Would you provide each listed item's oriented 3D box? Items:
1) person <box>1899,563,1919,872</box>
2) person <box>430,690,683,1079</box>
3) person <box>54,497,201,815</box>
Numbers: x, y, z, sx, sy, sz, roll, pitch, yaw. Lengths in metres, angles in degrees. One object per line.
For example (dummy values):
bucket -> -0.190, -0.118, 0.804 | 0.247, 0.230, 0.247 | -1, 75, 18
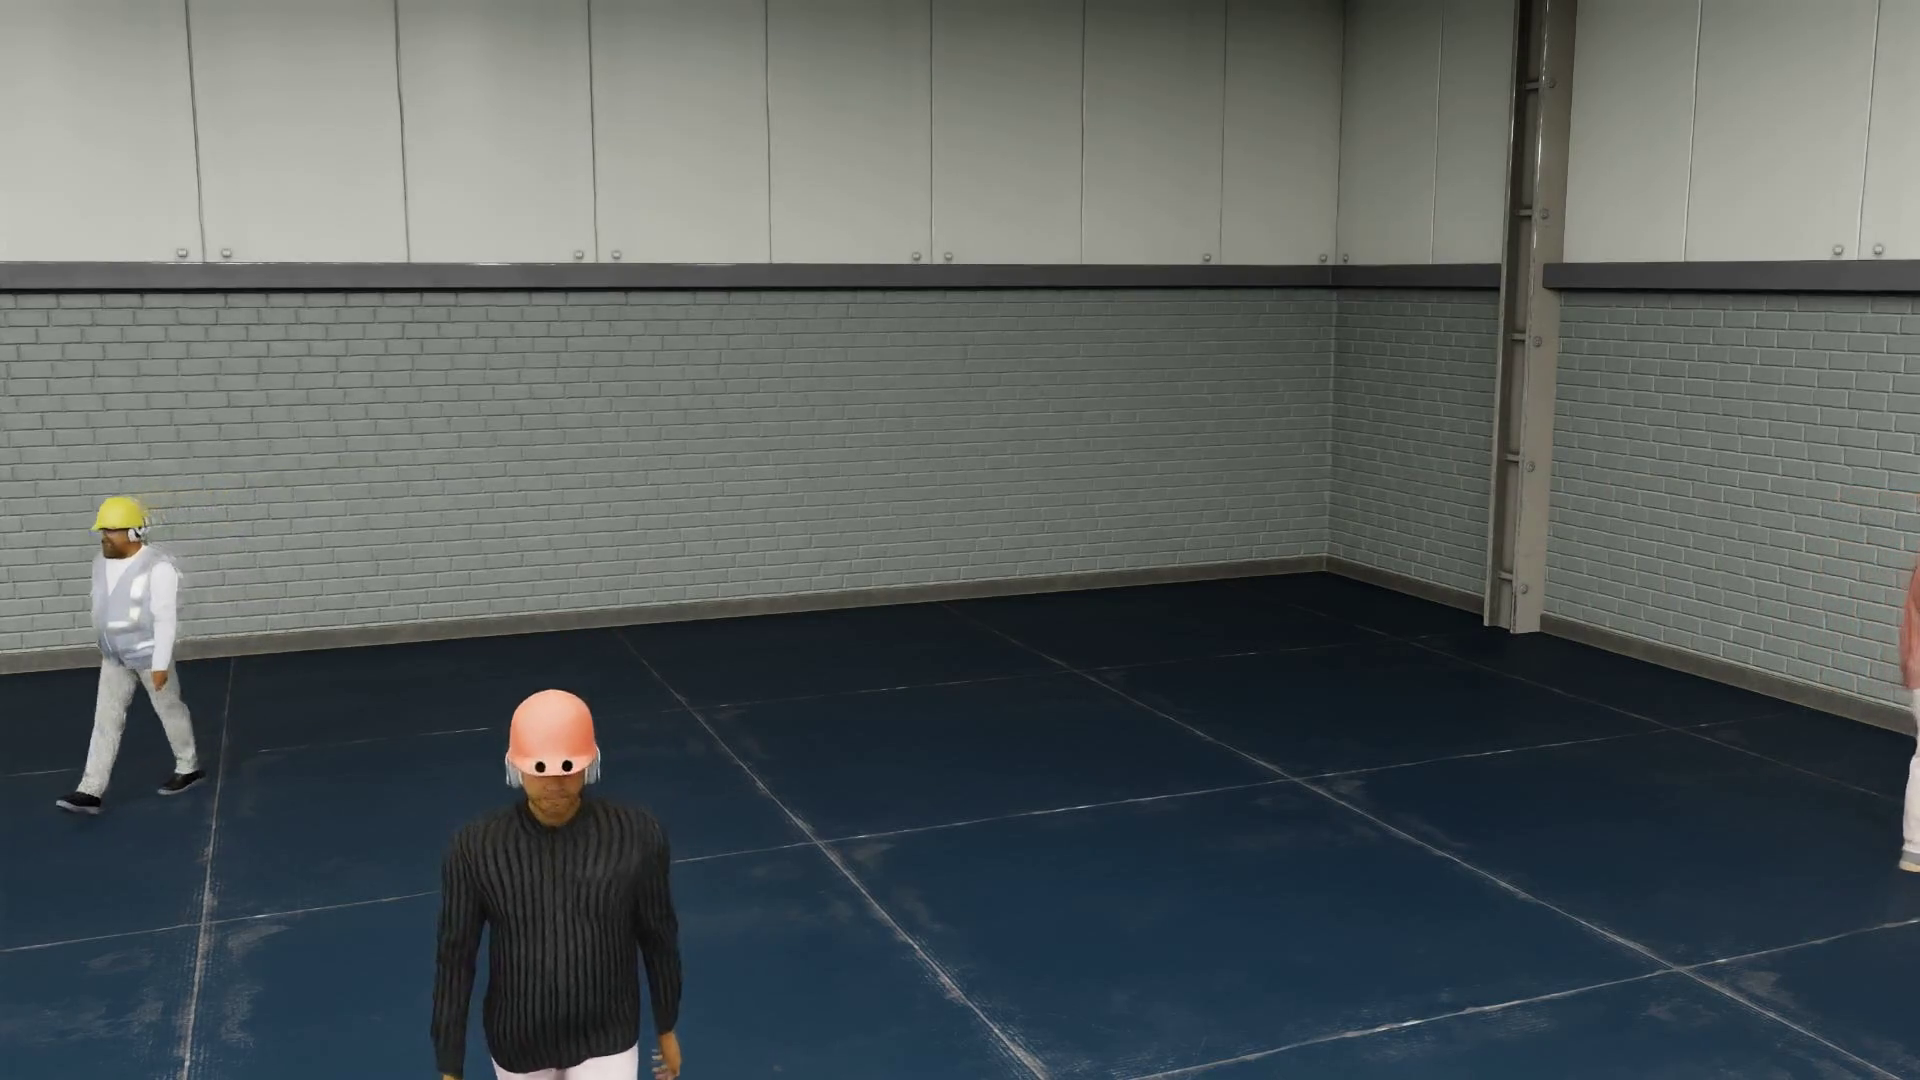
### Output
person -> 4.994, 0.712, 8.411 | 0.434, 1.991, 0.626 | 6, 11, 34
person -> -1.069, 1.367, 4.415 | 0.656, 1.943, 0.993 | -1, 9, -9
person -> -4.731, 0.648, 9.443 | 0.617, 1.781, 0.914 | 3, 10, 20
